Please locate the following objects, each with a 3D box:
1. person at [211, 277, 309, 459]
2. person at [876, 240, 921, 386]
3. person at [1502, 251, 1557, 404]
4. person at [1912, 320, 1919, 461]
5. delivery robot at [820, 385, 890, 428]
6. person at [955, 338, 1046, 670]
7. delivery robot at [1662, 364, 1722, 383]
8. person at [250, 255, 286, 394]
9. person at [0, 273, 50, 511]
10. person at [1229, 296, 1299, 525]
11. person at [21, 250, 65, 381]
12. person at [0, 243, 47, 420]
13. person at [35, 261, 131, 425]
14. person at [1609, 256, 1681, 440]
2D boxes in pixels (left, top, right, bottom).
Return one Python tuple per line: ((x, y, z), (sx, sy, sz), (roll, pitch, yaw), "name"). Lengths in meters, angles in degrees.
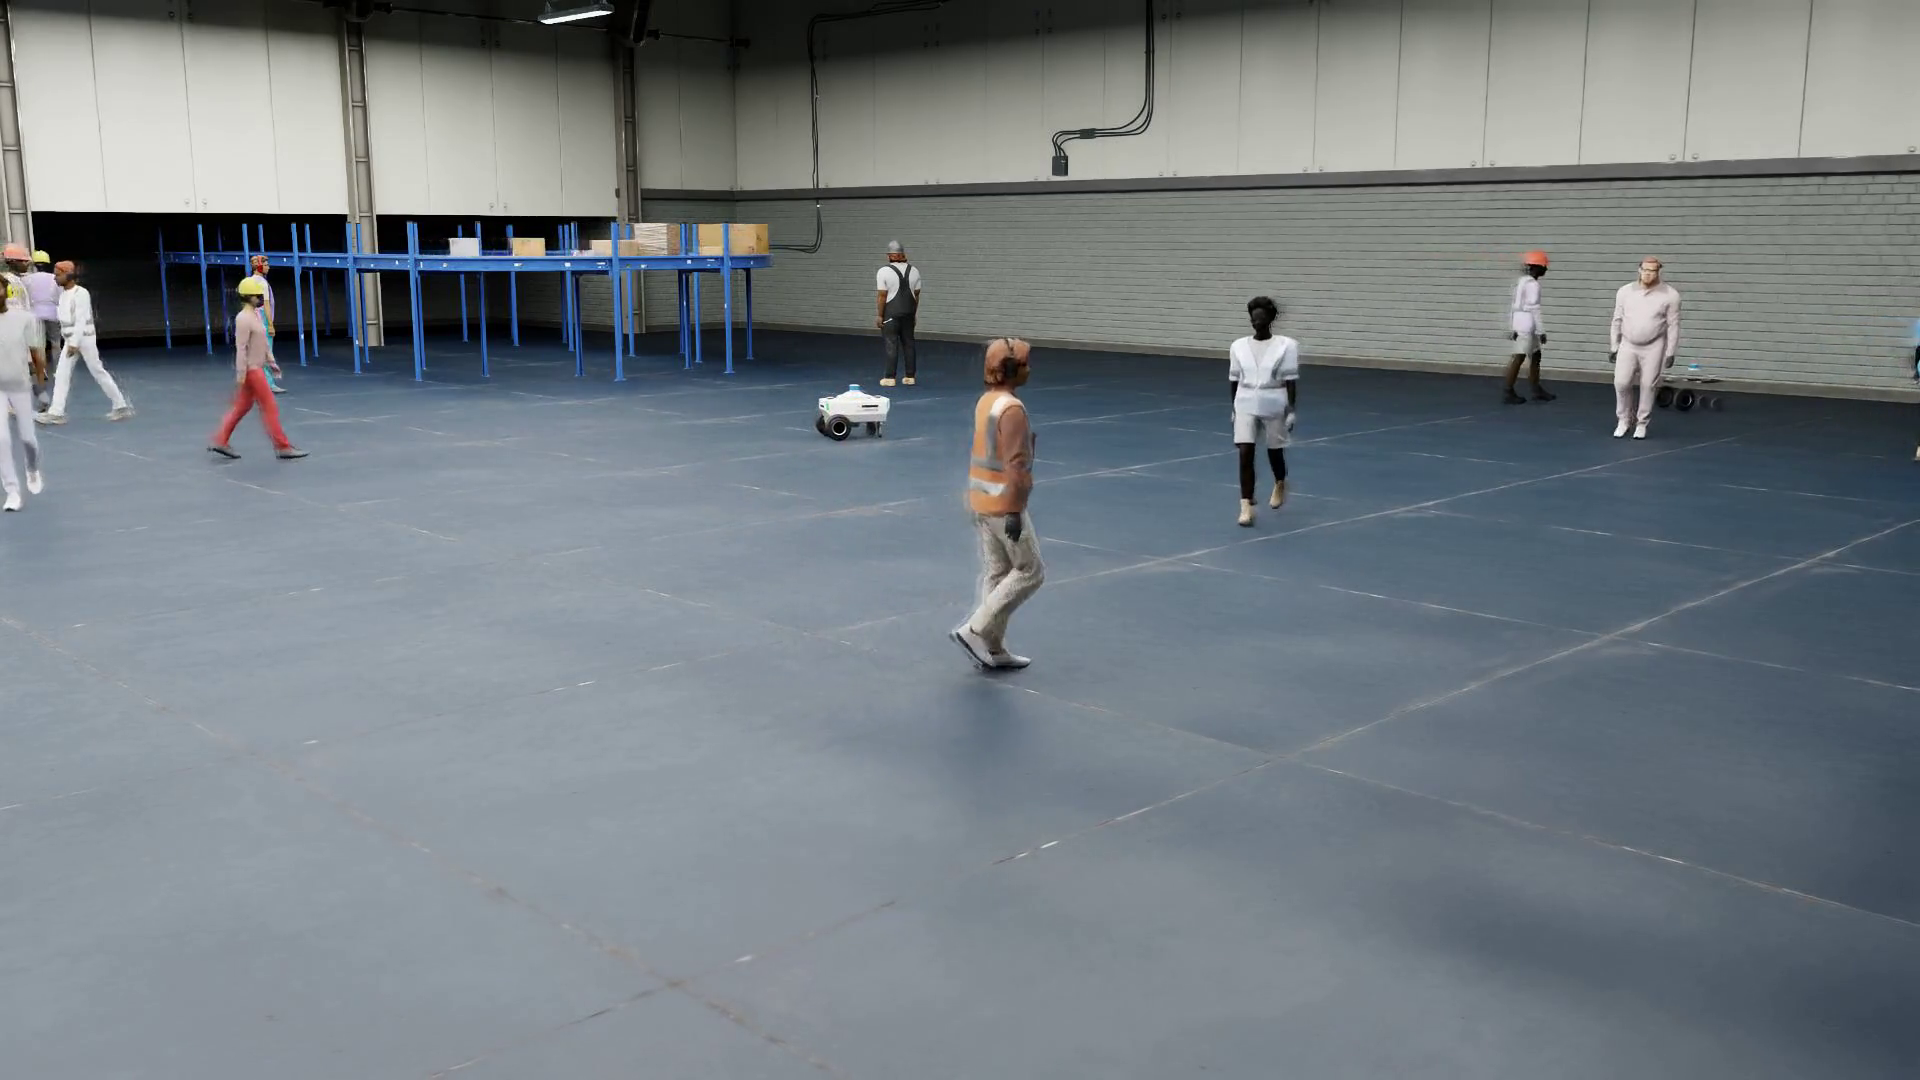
((-6.734, -1.631, 15.792), (0.890, 1.725, 0.524), (-2, 11, -12), "person")
((-0.919, -3.192, 23.552), (0.681, 2.000, 0.536), (-7, 12, -32), "person")
((7.250, -2.665, 20.911), (0.823, 1.905, 0.571), (1, 10, 8), "person")
((9.330, -1.584, 15.688), (0.705, 1.671, 0.540), (-3, 11, -16), "person")
((-1.109, -1.394, 17.545), (0.707, 0.478, 0.477), (-3, 11, -18), "delivery robot")
((0.218, -0.155, 8.003), (0.374, 1.624, 0.539), (-2, 11, -13), "person")
((8.988, -2.049, 20.408), (0.698, 0.223, 0.335), (-2, 11, -11), "delivery robot")
((-9.385, -2.893, 22.334), (0.565, 1.846, 0.388), (10, 14, 44), "person")
((-7.443, -1.186, 13.043), (0.530, 1.842, 0.721), (-4, 11, -22), "person")
((2.255, -0.977, 12.342), (0.534, 1.671, 0.734), (5, 11, 23), "person")
((-13.414, -3.287, 24.365), (0.596, 1.896, 0.921), (-4, 11, -20), "person")
((-10.804, -2.378, 19.050), (0.524, 2.019, 0.613), (-6, 12, -28), "person")
((-9.958, -2.239, 18.836), (0.570, 1.836, 1.018), (7, 12, 34), "person")
((7.067, -1.981, 17.231), (0.684, 1.887, 0.557), (6, 12, 30), "person")
